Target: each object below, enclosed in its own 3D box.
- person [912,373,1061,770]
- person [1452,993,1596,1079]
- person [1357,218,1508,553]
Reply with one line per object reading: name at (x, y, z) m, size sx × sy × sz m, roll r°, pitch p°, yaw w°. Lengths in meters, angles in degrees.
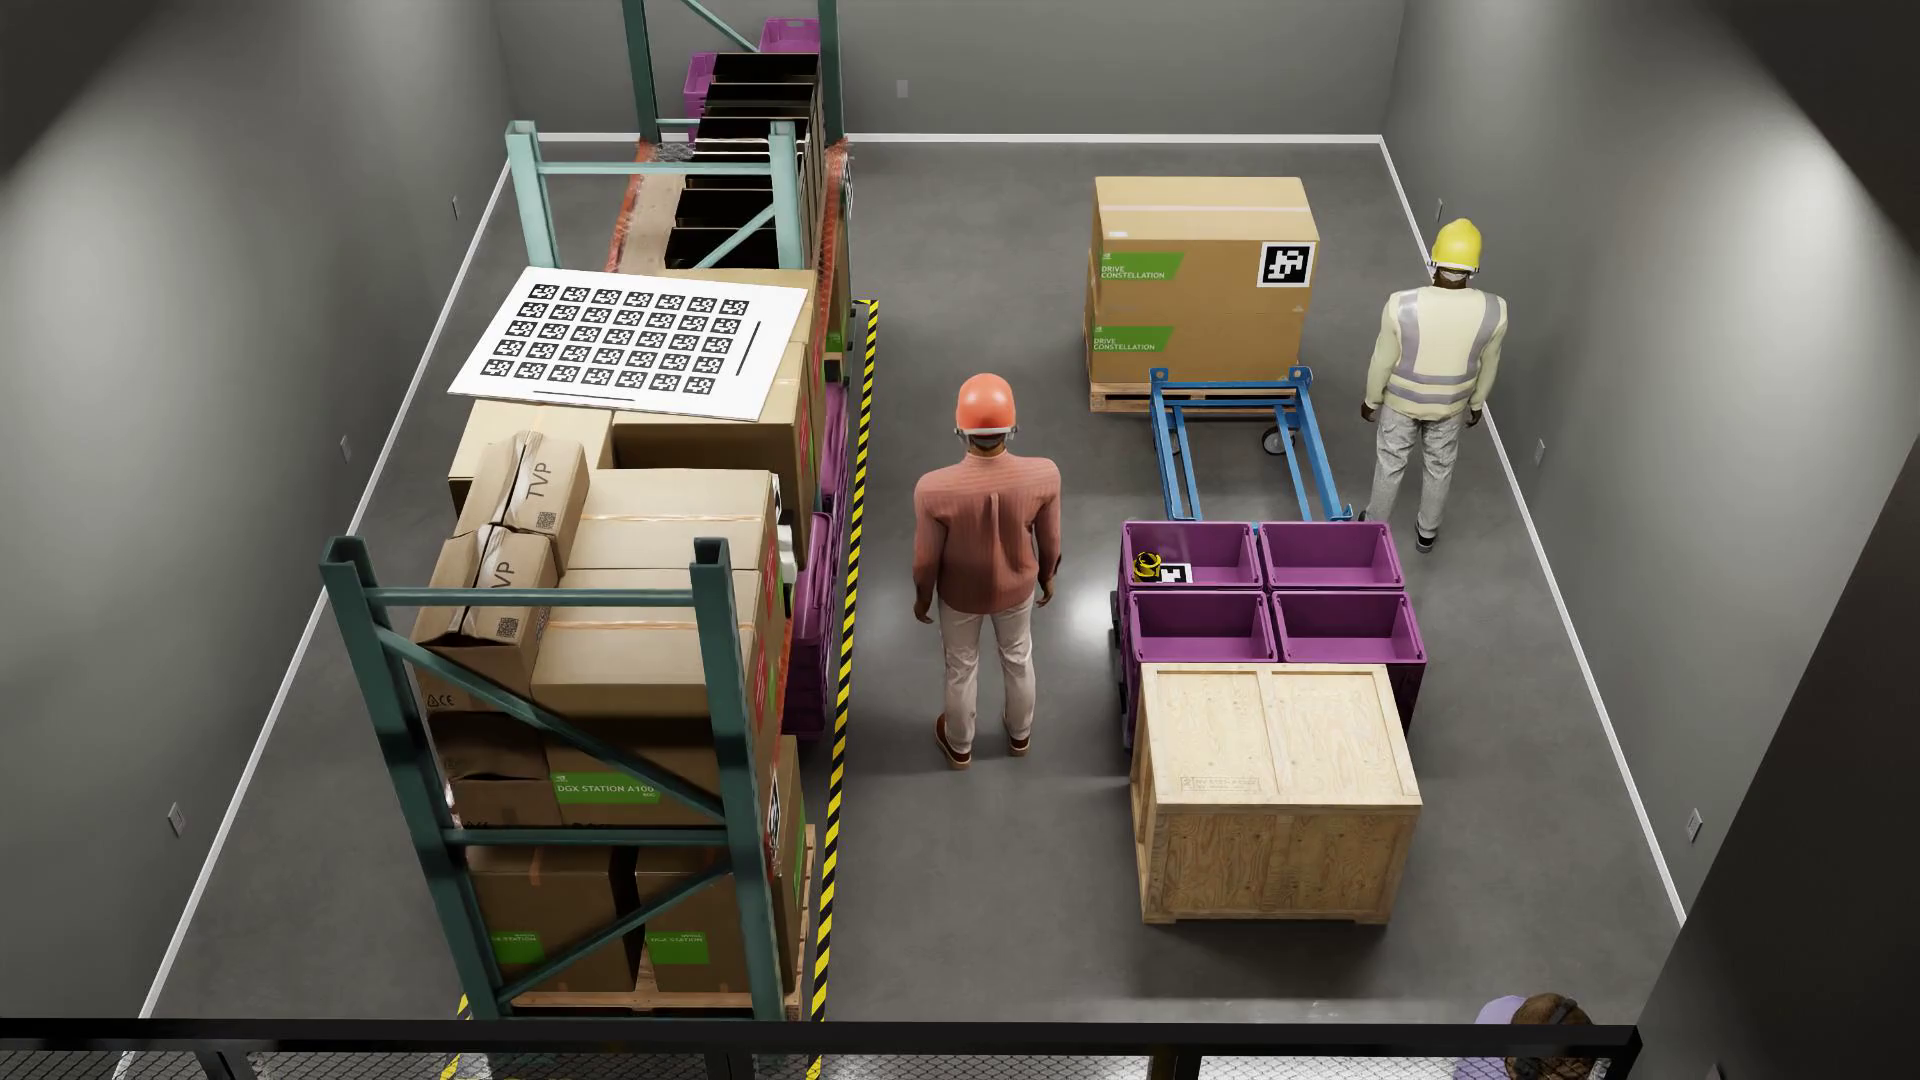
person at (0.103, 0.163, 6.887) m, size 0.626 × 1.991 × 0.389 m, roll -9°, pitch 42°, yaw -11°
person at (1.530, 1.935, 4.908) m, size 0.373 × 1.938 × 0.627 m, roll 11°, pitch 42°, yaw 12°
person at (2.239, -0.709, 8.002) m, size 0.600 × 1.830 × 0.403 m, roll 2°, pitch 41°, yaw 2°
